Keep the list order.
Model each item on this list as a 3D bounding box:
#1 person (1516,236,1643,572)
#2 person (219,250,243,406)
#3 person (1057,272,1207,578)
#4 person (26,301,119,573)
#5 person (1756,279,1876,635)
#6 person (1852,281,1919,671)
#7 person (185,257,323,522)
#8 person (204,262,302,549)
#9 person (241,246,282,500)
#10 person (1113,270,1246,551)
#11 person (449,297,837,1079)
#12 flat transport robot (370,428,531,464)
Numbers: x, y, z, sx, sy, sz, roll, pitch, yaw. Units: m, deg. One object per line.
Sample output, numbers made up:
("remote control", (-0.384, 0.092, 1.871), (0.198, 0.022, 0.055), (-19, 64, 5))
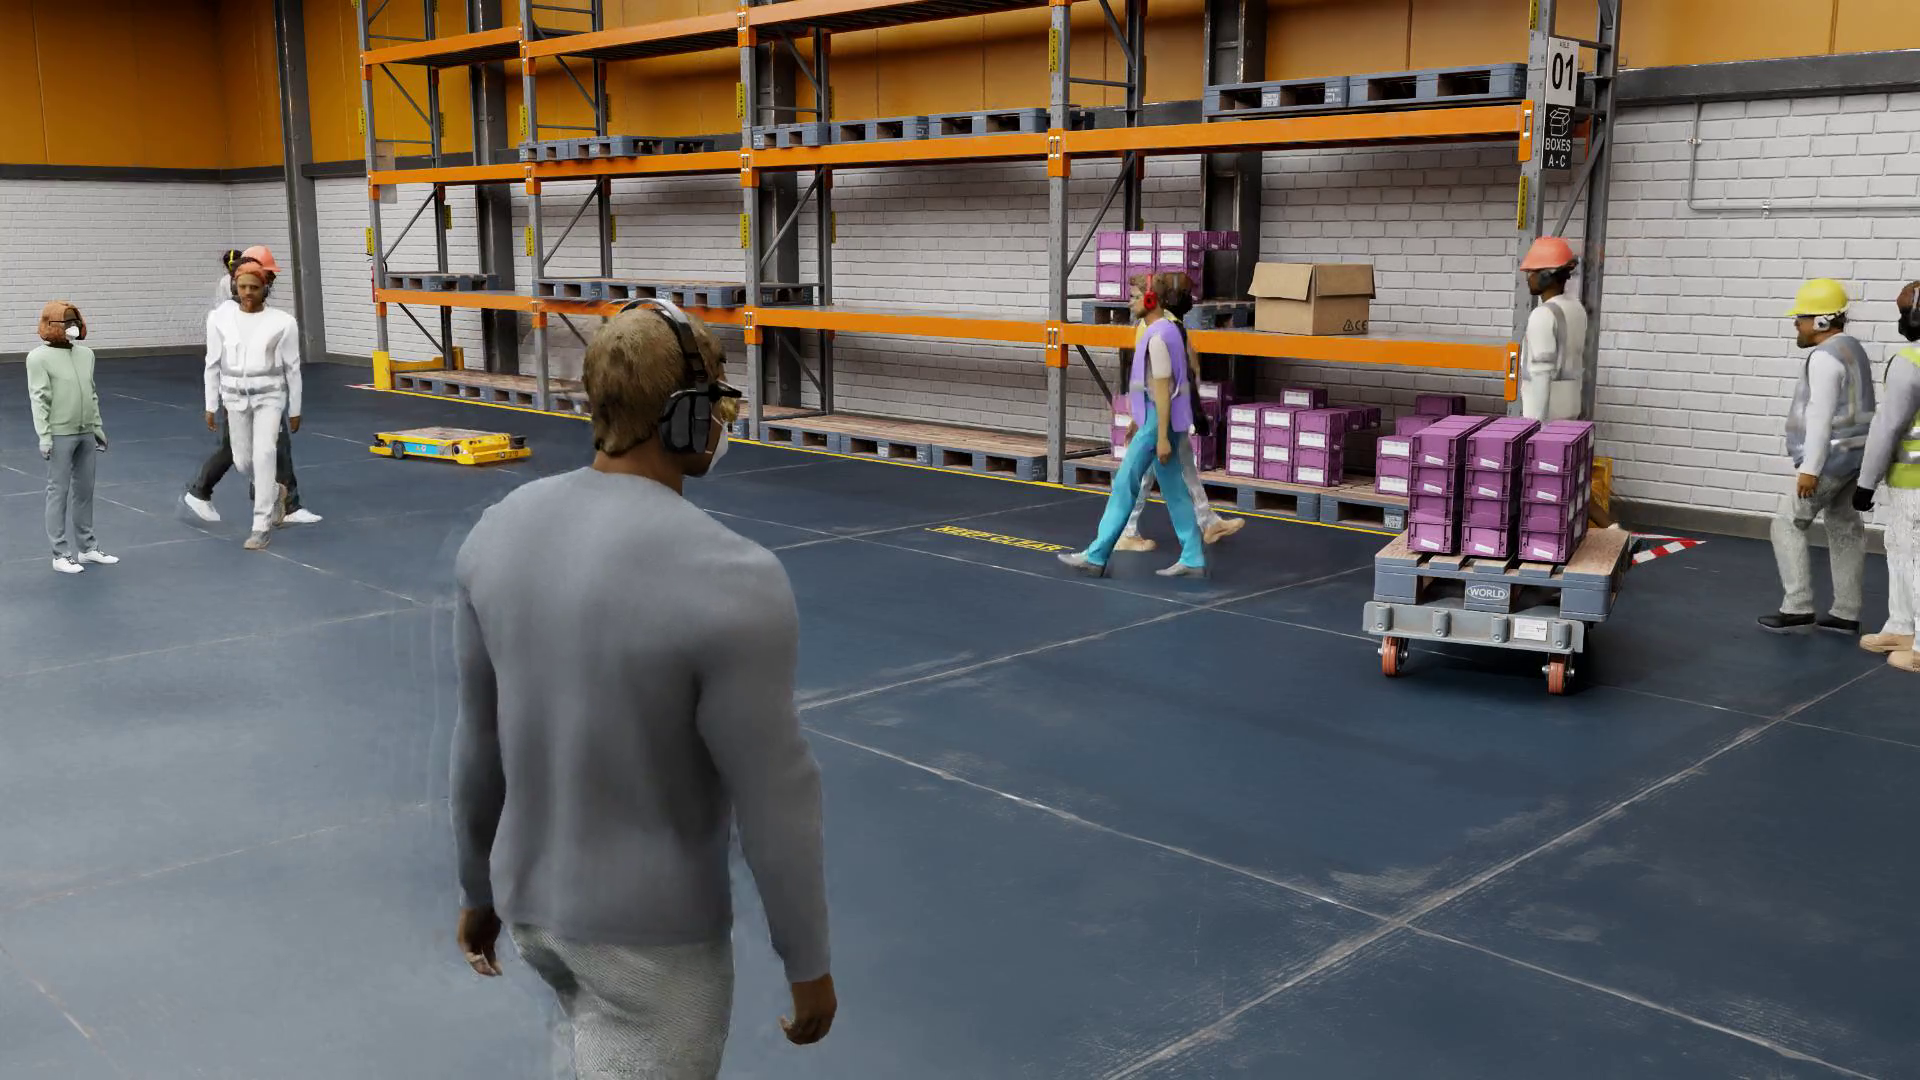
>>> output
("person", (3.480, -0.727, 9.581), (0.859, 2.020, 0.622), (9, 14, 41))
("person", (-8.456, -2.505, 19.748), (0.753, 1.846, 0.525), (-2, 11, -12))
("person", (1.038, -0.656, 9.772), (0.949, 1.798, 0.579), (2, 11, 12))
("person", (-5.385, -0.627, 10.075), (0.278, 1.633, 0.507), (2, 11, 13))
("person", (4.350, -0.399, 8.392), (0.496, 1.809, 0.610), (8, 13, 39))
("person", (4.404, -0.297, 7.751), (0.633, 1.818, 0.641), (-6, 12, -30))
("person", (-5.043, -1.046, 11.699), (0.957, 1.887, 0.586), (2, 11, 12))
("person", (-4.635, -0.906, 11.005), (0.586, 1.860, 0.827), (-1, 10, -4))
("person", (-5.358, -1.279, 12.800), (0.373, 1.934, 0.552), (-4, 11, -20))
("person", (1.409, -0.816, 10.670), (0.944, 1.793, 0.628), (0, 10, -1))
("person", (-0.482, 0.586, 2.661), (0.676, 1.921, 0.724), (7, 13, 35))
("flat transport robot", (-4.645, -0.870, 15.120), (1.431, 0.197, 0.652), (7, 12, 33))
